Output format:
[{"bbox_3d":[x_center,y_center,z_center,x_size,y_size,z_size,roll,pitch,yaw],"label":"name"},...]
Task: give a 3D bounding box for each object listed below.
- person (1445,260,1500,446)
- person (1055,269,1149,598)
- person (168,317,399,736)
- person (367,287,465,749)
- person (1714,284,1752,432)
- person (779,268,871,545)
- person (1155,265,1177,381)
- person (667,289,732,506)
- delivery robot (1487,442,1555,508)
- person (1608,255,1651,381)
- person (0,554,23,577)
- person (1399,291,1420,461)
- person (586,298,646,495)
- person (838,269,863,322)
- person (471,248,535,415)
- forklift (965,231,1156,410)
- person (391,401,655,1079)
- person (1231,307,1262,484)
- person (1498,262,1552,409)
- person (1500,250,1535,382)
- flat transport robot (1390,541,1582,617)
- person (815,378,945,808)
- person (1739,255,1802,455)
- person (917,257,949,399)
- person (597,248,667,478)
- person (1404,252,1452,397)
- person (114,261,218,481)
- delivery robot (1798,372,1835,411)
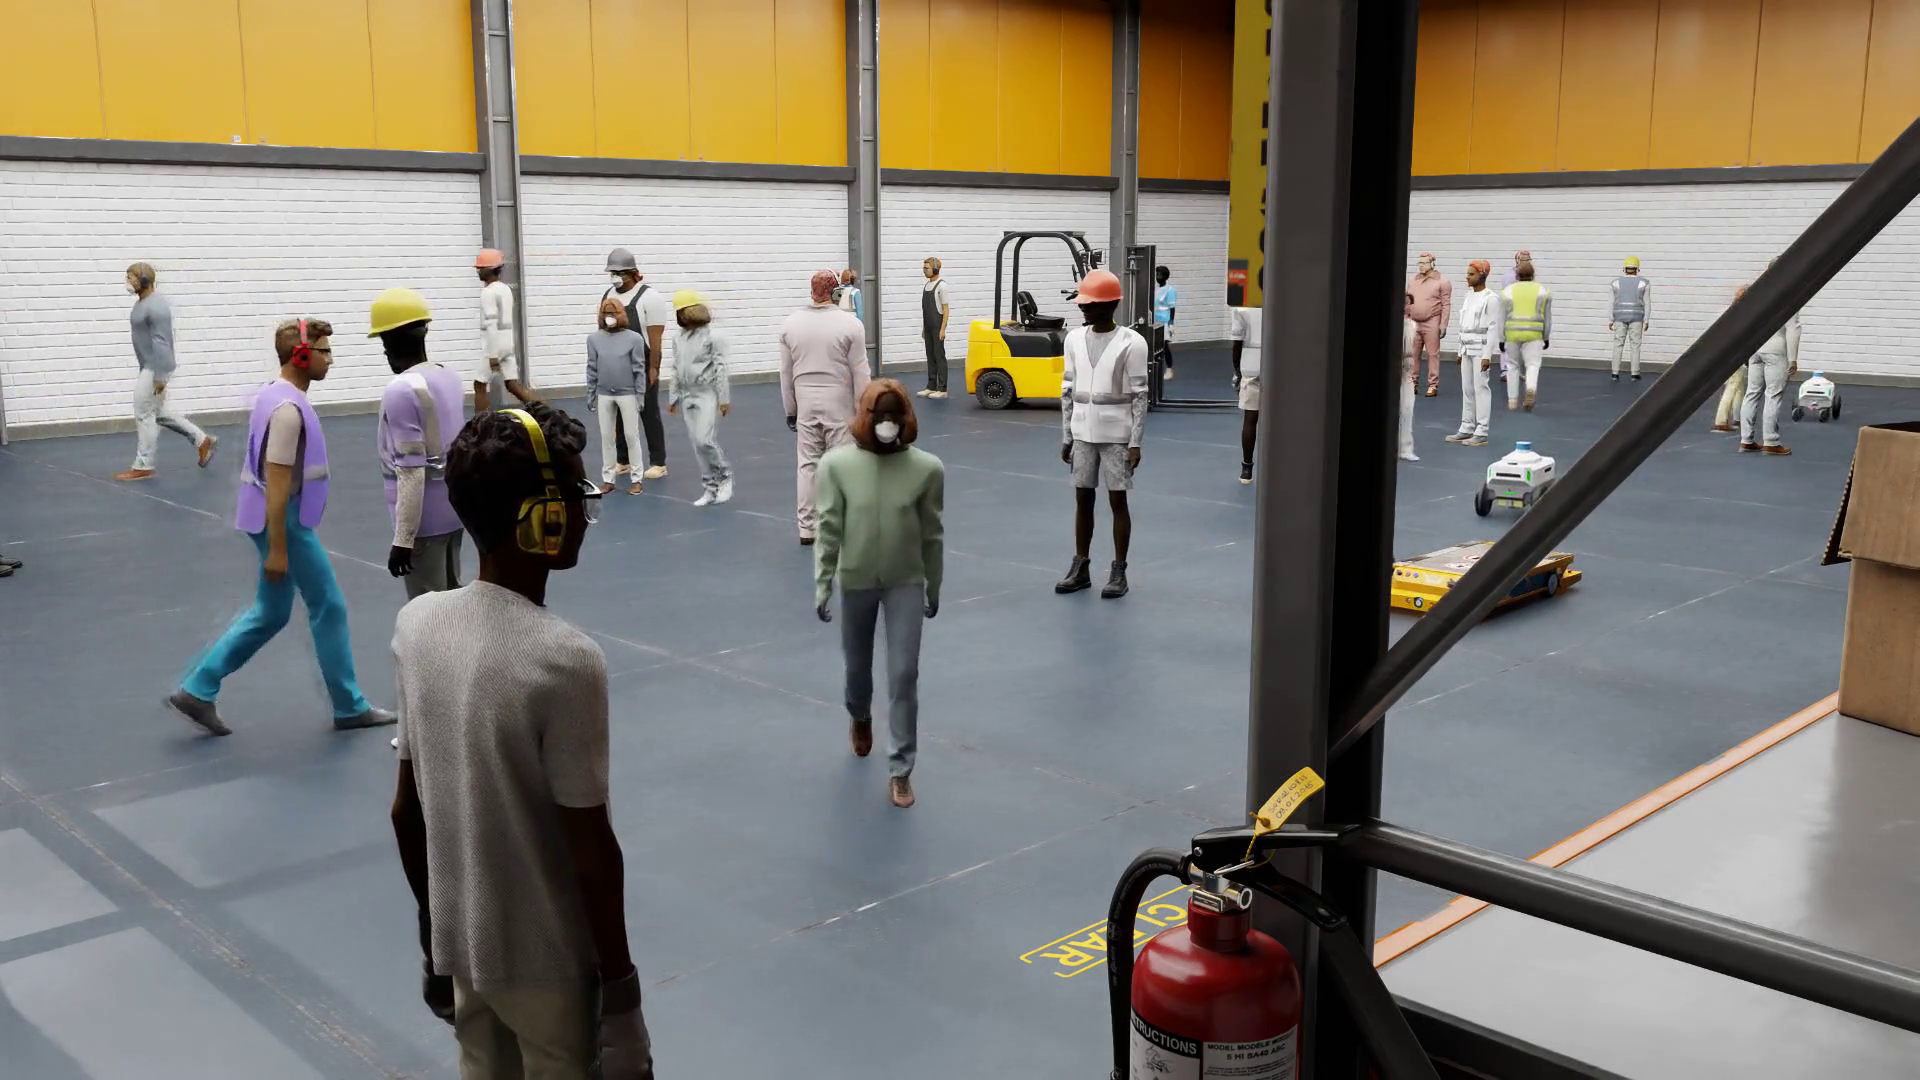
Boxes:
[{"bbox_3d":[5.248,-1.902,16.950,0.355,1.883,0.575,-3,11,-14],"label":"person"},{"bbox_3d":[0.832,-0.620,9.814,0.547,1.934,0.376,6,12,31],"label":"person"},{"bbox_3d":[-2.913,-0.041,7.041,0.893,1.804,0.584,-5,11,-24],"label":"person"},{"bbox_3d":[-2.244,-0.082,6.926,0.388,1.916,0.592,1,10,4],"label":"person"},{"bbox_3d":[8.516,-1.964,18.042,0.671,1.610,0.502,-1,10,-5],"label":"person"},{"bbox_3d":[-0.902,-0.901,11.421,0.653,1.906,0.408,4,11,20],"label":"person"},{"bbox_3d":[2.979,-3.202,24.544,0.319,1.696,0.547,-6,12,-28],"label":"person"},{"bbox_3d":[-2.054,-1.107,13.075,0.496,1.715,0.407,7,12,32],"label":"person"},{"bbox_3d":[4.290,-0.507,12.706,0.477,0.478,0.707,7,13,33],"label":"delivery robot"},{"bbox_3d":[9.850,-3.260,24.479,0.590,1.837,0.404,6,12,29],"label":"person"},{"bbox_3d":[-6.134,-0.722,10.395,0.381,1.932,0.543,-4,11,-20],"label":"person"},{"bbox_3d":[4.118,-1.579,15.931,0.510,1.611,0.719,-4,11,-23],"label":"person"},{"bbox_3d":[-2.829,-1.180,13.719,0.505,1.629,0.278,2,11,10],"label":"person"},{"bbox_3d":[-1.611,-3.110,24.196,0.517,1.641,0.308,9,13,39],"label":"person"},{"bbox_3d":[-4.701,-1.985,17.085,1.011,2.010,0.614,1,10,7],"label":"person"},{"bbox_3d":[1.222,-2.721,20.561,2.313,2.155,1.214,2,11,13],"label":"forklift"},{"bbox_3d":[-0.709,0.709,2.766,0.535,1.862,0.312,8,13,36],"label":"person"},{"bbox_3d":[2.624,-1.453,14.270,0.607,1.966,0.367,3,11,13],"label":"person"},{"bbox_3d":[6.850,-2.464,20.212,0.630,1.819,0.722,4,11,19],"label":"person"},{"bbox_3d":[8.156,-3.253,24.247,0.643,1.910,0.399,-9,13,-39],"label":"person"},{"bbox_3d":[3.055,0.215,9.803,0.652,0.197,1.431,10,14,43],"label":"flat transport robot"},{"bbox_3d":[-0.307,0.160,6.454,0.501,1.607,0.726,-1,10,-4],"label":"person"},{"bbox_3d":[7.892,-1.794,16.209,0.353,1.936,0.635,-4,11,-23],"label":"person"},{"bbox_3d":[-0.343,-2.778,21.824,0.329,1.844,0.517,-7,12,-32],"label":"person"},{"bbox_3d":[-2.931,-1.559,14.645,0.690,2.000,0.538,4,11,23],"label":"person"},{"bbox_3d":[6.160,-2.854,22.076,0.649,1.906,0.401,10,14,43],"label":"person"},{"bbox_3d":[-7.050,-1.493,14.642,0.848,1.915,0.643,-7,13,-35],"label":"person"},{"bbox_3d":[9.916,-1.705,19.242,0.477,0.478,0.707,6,12,28],"label":"delivery robot"}]
